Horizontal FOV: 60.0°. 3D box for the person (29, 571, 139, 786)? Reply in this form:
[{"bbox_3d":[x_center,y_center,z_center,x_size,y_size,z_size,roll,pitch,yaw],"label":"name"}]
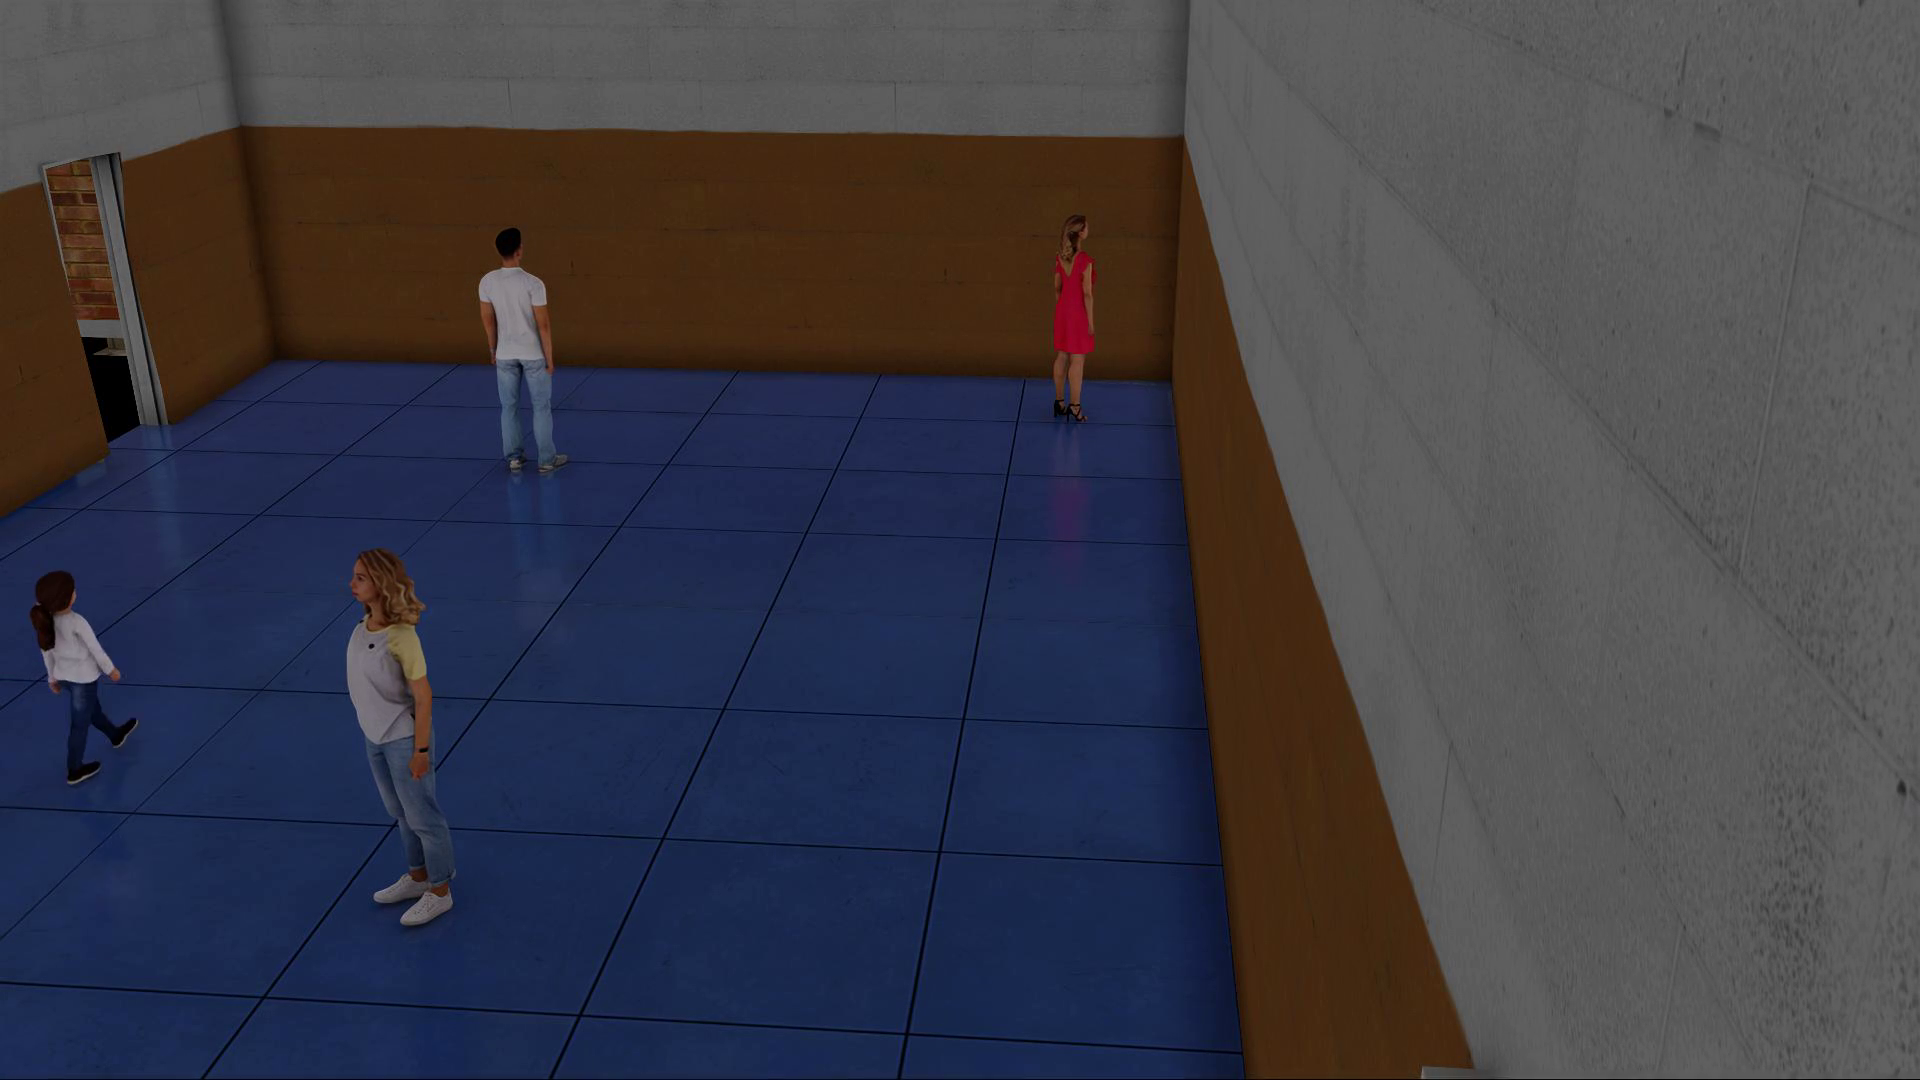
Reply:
[{"bbox_3d":[-4.475,0.699,8.344,0.734,1.087,0.649,9,24,22],"label":"person"}]

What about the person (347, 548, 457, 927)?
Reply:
[{"bbox_3d":[-2.393,0.836,7.129,0.769,1.723,0.692,-20,29,-40],"label":"person"}]

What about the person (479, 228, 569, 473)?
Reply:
[{"bbox_3d":[-3.327,-1.429,12.596,0.499,1.864,0.743,3,22,8],"label":"person"}]

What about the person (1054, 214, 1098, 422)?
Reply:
[{"bbox_3d":[0.934,-1.852,13.831,0.717,1.728,0.665,-16,27,-34],"label":"person"}]
